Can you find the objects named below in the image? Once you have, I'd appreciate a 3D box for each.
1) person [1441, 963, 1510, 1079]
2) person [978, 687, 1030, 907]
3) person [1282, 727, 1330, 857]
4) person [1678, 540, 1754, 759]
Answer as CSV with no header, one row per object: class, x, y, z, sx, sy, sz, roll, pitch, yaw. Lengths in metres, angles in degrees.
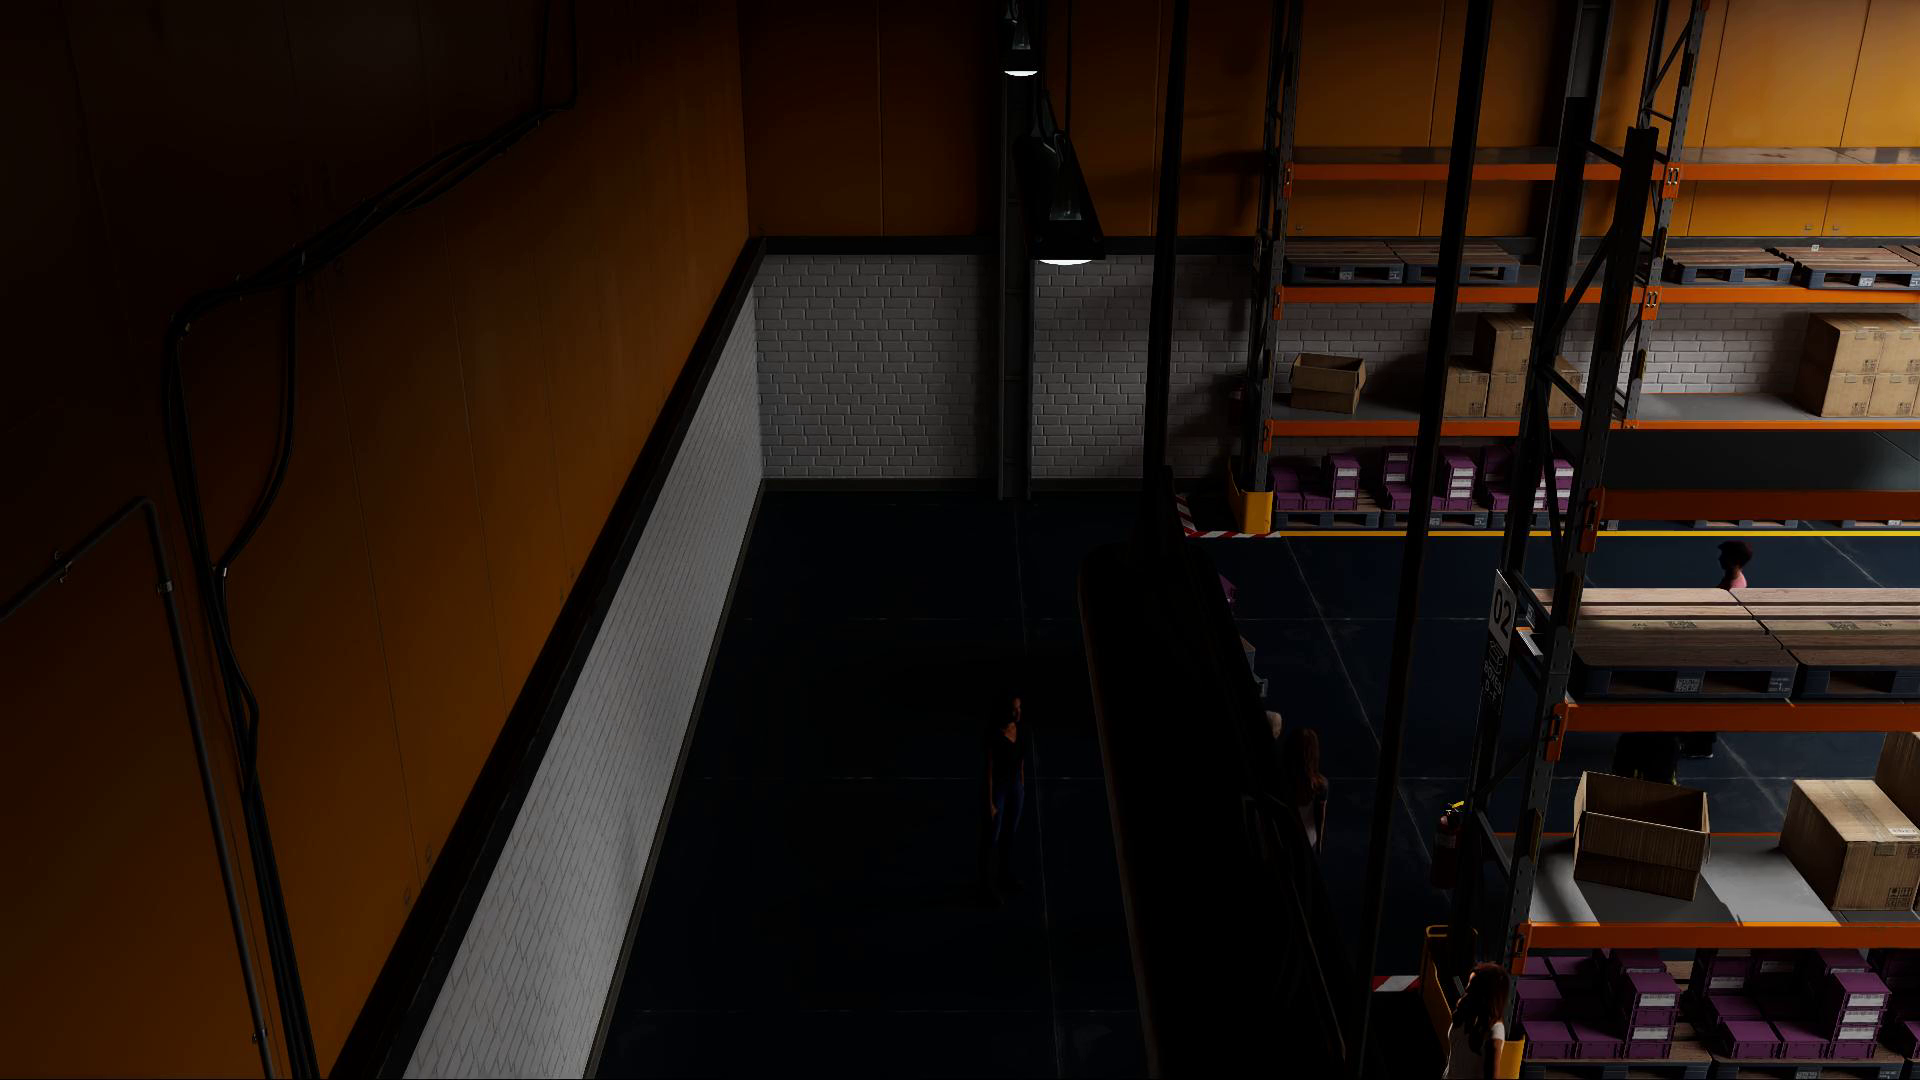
person,2.820,3.086,9.187,0.571,1.785,0.622,-4,24,-8
person,0.300,1.833,12.115,0.702,1.735,0.650,20,30,37
person,2.295,2.086,11.547,0.585,1.726,0.725,7,25,17
person,6.374,0.899,13.968,0.662,1.963,0.687,8,25,18
